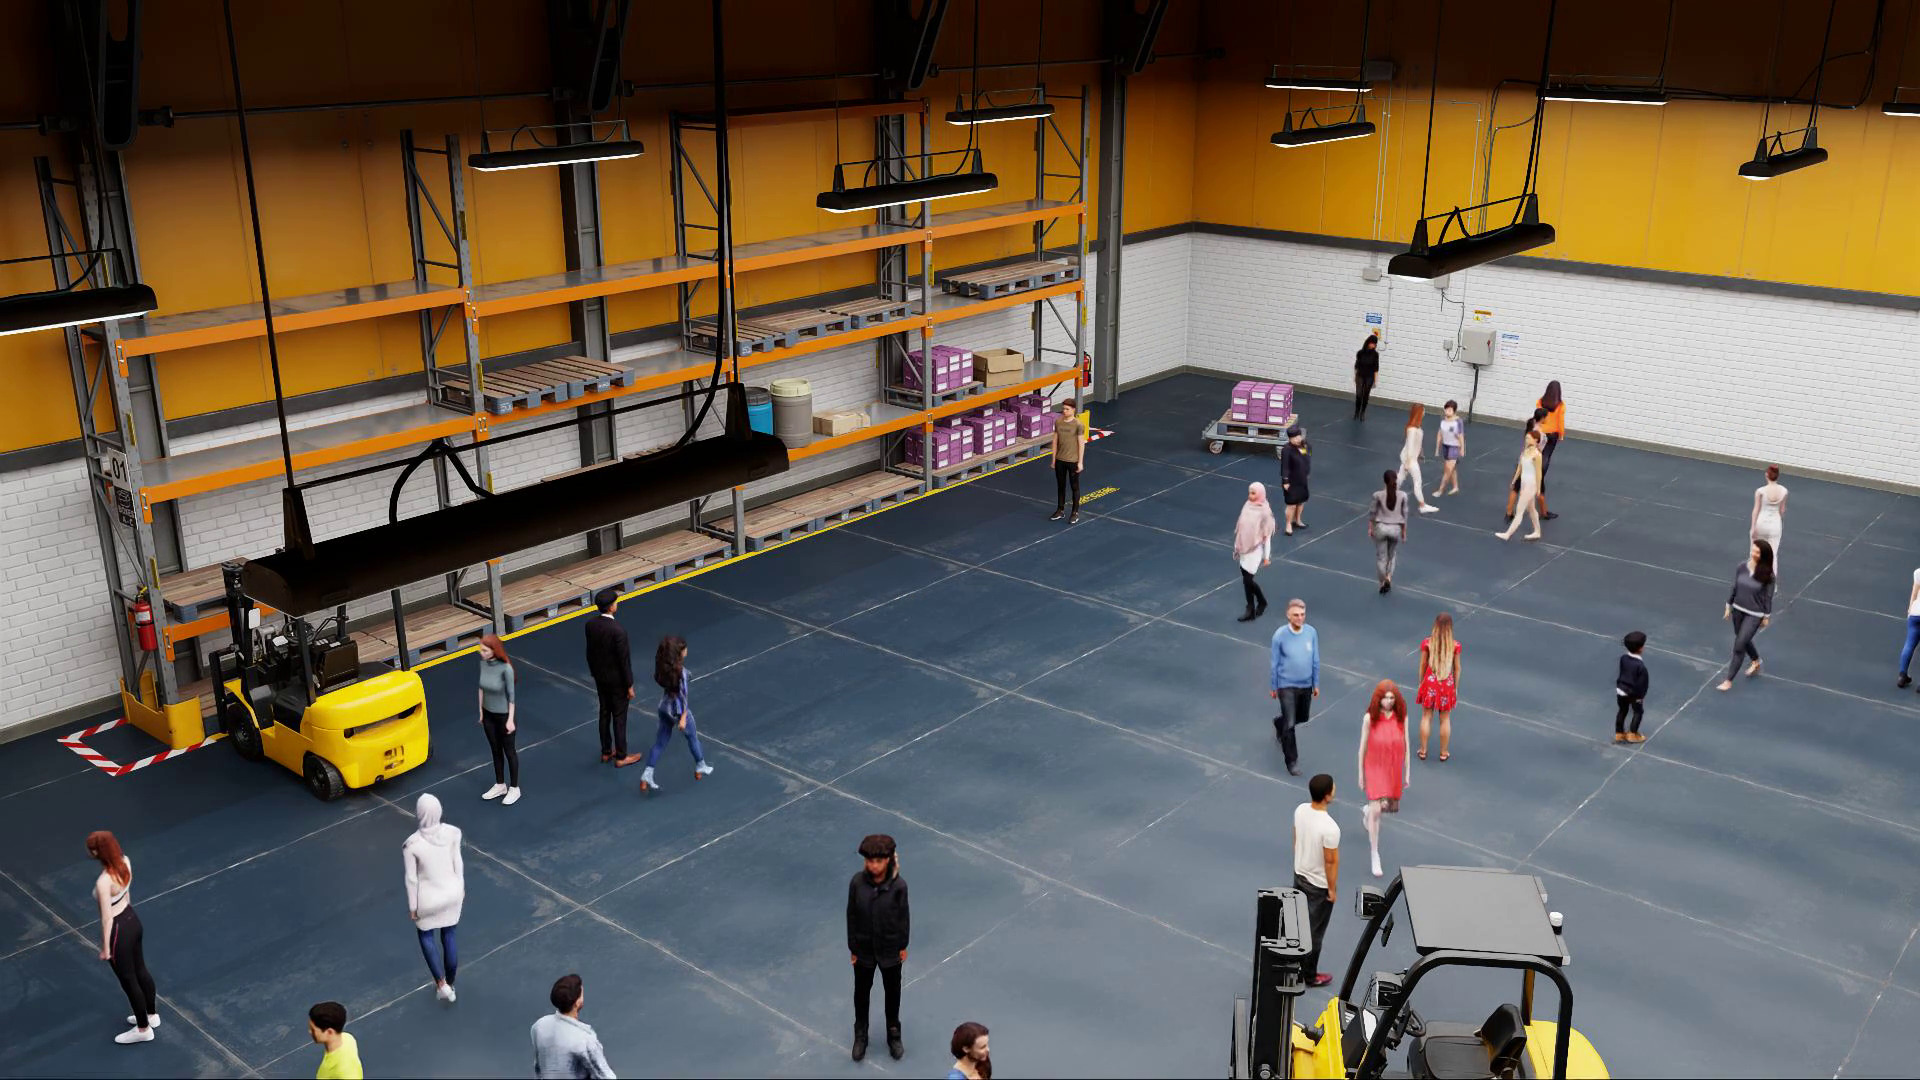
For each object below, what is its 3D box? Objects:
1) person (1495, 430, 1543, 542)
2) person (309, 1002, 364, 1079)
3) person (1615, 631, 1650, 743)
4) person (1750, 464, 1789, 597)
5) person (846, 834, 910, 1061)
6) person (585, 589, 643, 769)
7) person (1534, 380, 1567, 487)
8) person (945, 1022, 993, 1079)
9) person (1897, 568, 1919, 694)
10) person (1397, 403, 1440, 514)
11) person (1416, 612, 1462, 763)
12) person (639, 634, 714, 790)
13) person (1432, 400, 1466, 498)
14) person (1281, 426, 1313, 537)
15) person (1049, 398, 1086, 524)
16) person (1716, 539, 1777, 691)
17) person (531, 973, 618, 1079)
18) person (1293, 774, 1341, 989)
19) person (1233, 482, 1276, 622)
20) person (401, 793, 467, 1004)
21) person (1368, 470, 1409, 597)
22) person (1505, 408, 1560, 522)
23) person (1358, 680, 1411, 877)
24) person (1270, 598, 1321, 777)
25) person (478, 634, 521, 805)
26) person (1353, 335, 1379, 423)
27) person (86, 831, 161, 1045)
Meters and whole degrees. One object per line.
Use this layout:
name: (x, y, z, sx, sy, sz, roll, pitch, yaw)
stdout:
person: (8.147, -0.749, 23.590, 1.059, 1.609, 0.964, -3, 19, -10)
person: (-3.841, 3.633, 10.421, 0.637, 1.708, 0.692, -11, 21, -29)
person: (6.969, 1.551, 17.374, 0.677, 1.217, 0.625, -7, 20, -20)
person: (10.411, -0.089, 21.385, 0.931, 1.764, 1.142, 3, 19, 9)
person: (-0.610, 2.970, 12.275, 0.736, 1.781, 0.788, 0, 19, -1)
person: (-3.534, 1.384, 16.823, 0.723, 1.884, 0.577, 12, 22, 32)
person: (9.146, -1.631, 26.013, 0.701, 1.733, 0.664, -17, 25, -41)
person: (-0.030, 3.710, 10.072, 0.868, 1.785, 0.990, 8, 20, 24)
person: (10.811, 0.889, 18.610, 0.578, 1.682, 0.624, -15, 24, -38)
person: (6.626, -1.207, 24.834, 0.964, 1.682, 1.023, 3, 19, 9)
person: (4.868, 1.493, 16.957, 0.643, 1.592, 0.653, 6, 19, 17)
person: (-2.864, 1.717, 16.298, 1.062, 1.588, 0.687, -16, 24, -39)
person: (7.653, -1.428, 25.737, 0.975, 1.525, 0.724, -13, 23, -35)
person: (4.820, -0.860, 23.872, 0.732, 1.638, 0.949, -17, 25, -41)
person: (1.595, -1.183, 24.497, 0.702, 1.852, 0.616, 10, 21, 28)
person: (8.927, 0.820, 18.744, 1.220, 1.726, 0.843, -12, 22, -31)
person: (-2.486, 3.614, 10.390, 1.137, 1.764, 0.749, -17, 25, -41)
person: (2.779, 2.671, 13.133, 0.650, 1.800, 0.691, -10, 21, -27)
person: (3.691, 0.141, 20.655, 0.772, 1.794, 0.729, -11, 22, -30)
person: (-3.987, 2.805, 12.786, 0.750, 1.767, 0.789, -11, 22, -30)
person: (5.524, -0.062, 21.463, 0.750, 1.663, 0.775, 2, 19, 7)
person: (8.285, -1.072, 24.394, 1.114, 1.708, 1.011, -5, 19, -14)
person: (3.772, 2.071, 14.904, 0.992, 1.807, 1.051, -1, 19, -4)
person: (3.369, 1.420, 16.854, 1.117, 1.796, 1.086, -5, 19, -13)
person: (-4.457, 1.710, 16.075, 0.616, 1.744, 0.591, 10, 21, 28)
person: (7.307, -2.935, 30.075, 0.754, 1.612, 0.841, 7, 20, 19)
person: (-6.247, 2.938, 12.420, 0.724, 1.748, 0.654, 0, 19, -1)
